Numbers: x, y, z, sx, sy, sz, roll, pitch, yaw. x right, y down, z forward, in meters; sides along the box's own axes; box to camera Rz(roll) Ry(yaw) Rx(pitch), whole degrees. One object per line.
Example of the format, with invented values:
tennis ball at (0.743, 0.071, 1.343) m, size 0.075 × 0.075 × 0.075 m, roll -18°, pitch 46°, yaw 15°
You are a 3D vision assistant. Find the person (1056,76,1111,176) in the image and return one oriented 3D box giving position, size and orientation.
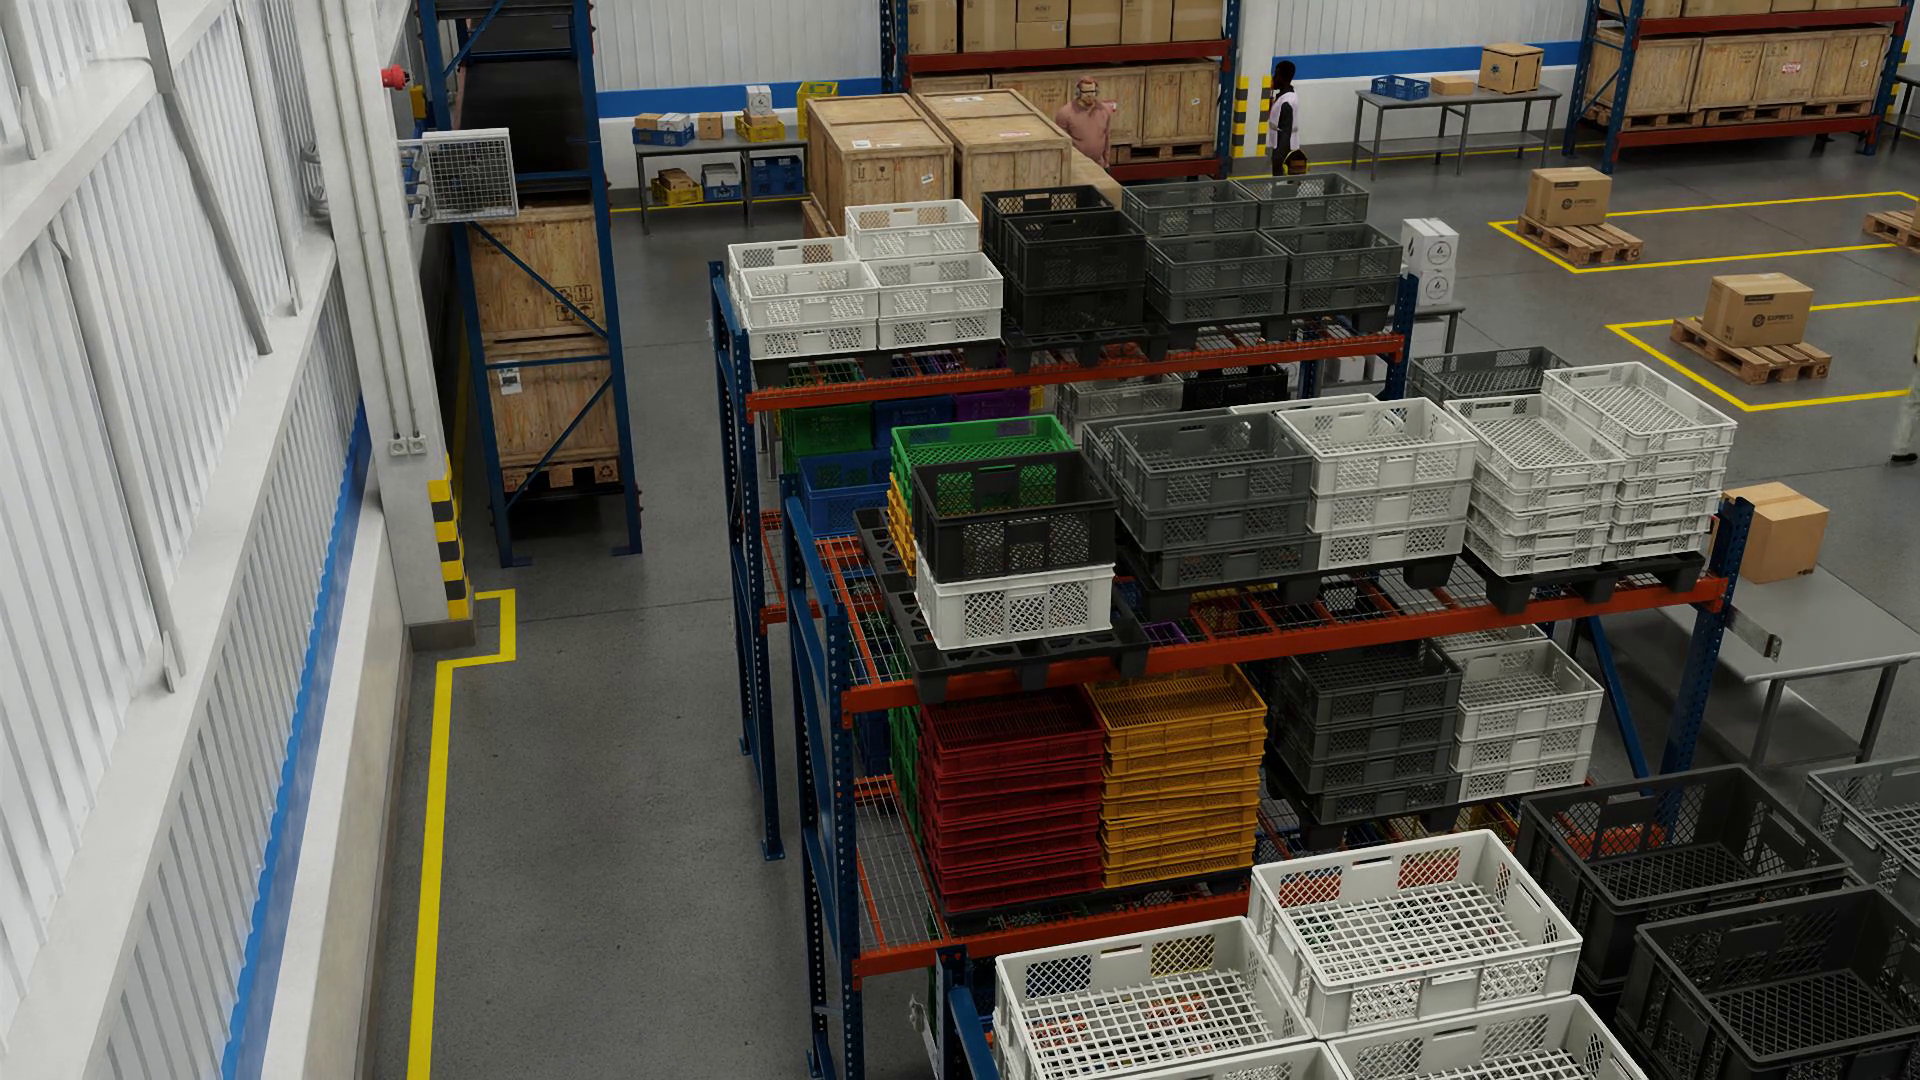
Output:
person at (1.344, -4.034, 17.931) m, size 0.652 × 1.906 × 0.402 m, roll -10°, pitch 29°, yaw -19°

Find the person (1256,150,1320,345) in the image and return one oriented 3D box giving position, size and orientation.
person at (3.030, -2.683, 15.403) m, size 0.531 × 1.874 × 0.320 m, roll 4°, pitch 28°, yaw 7°

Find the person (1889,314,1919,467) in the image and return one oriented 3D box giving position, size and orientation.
person at (7.825, -1.438, 13.108) m, size 0.752 × 1.799 × 0.622 m, roll -13°, pitch 30°, yaw -23°

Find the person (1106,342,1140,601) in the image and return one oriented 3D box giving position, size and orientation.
person at (1.030, -0.476, 11.206) m, size 0.346 × 1.879 × 0.578 m, roll 1°, pitch 28°, yaw 2°

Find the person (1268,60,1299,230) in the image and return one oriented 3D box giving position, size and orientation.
person at (3.585, -4.367, 18.551) m, size 0.392 × 1.917 × 0.587 m, roll 4°, pitch 28°, yaw 7°
